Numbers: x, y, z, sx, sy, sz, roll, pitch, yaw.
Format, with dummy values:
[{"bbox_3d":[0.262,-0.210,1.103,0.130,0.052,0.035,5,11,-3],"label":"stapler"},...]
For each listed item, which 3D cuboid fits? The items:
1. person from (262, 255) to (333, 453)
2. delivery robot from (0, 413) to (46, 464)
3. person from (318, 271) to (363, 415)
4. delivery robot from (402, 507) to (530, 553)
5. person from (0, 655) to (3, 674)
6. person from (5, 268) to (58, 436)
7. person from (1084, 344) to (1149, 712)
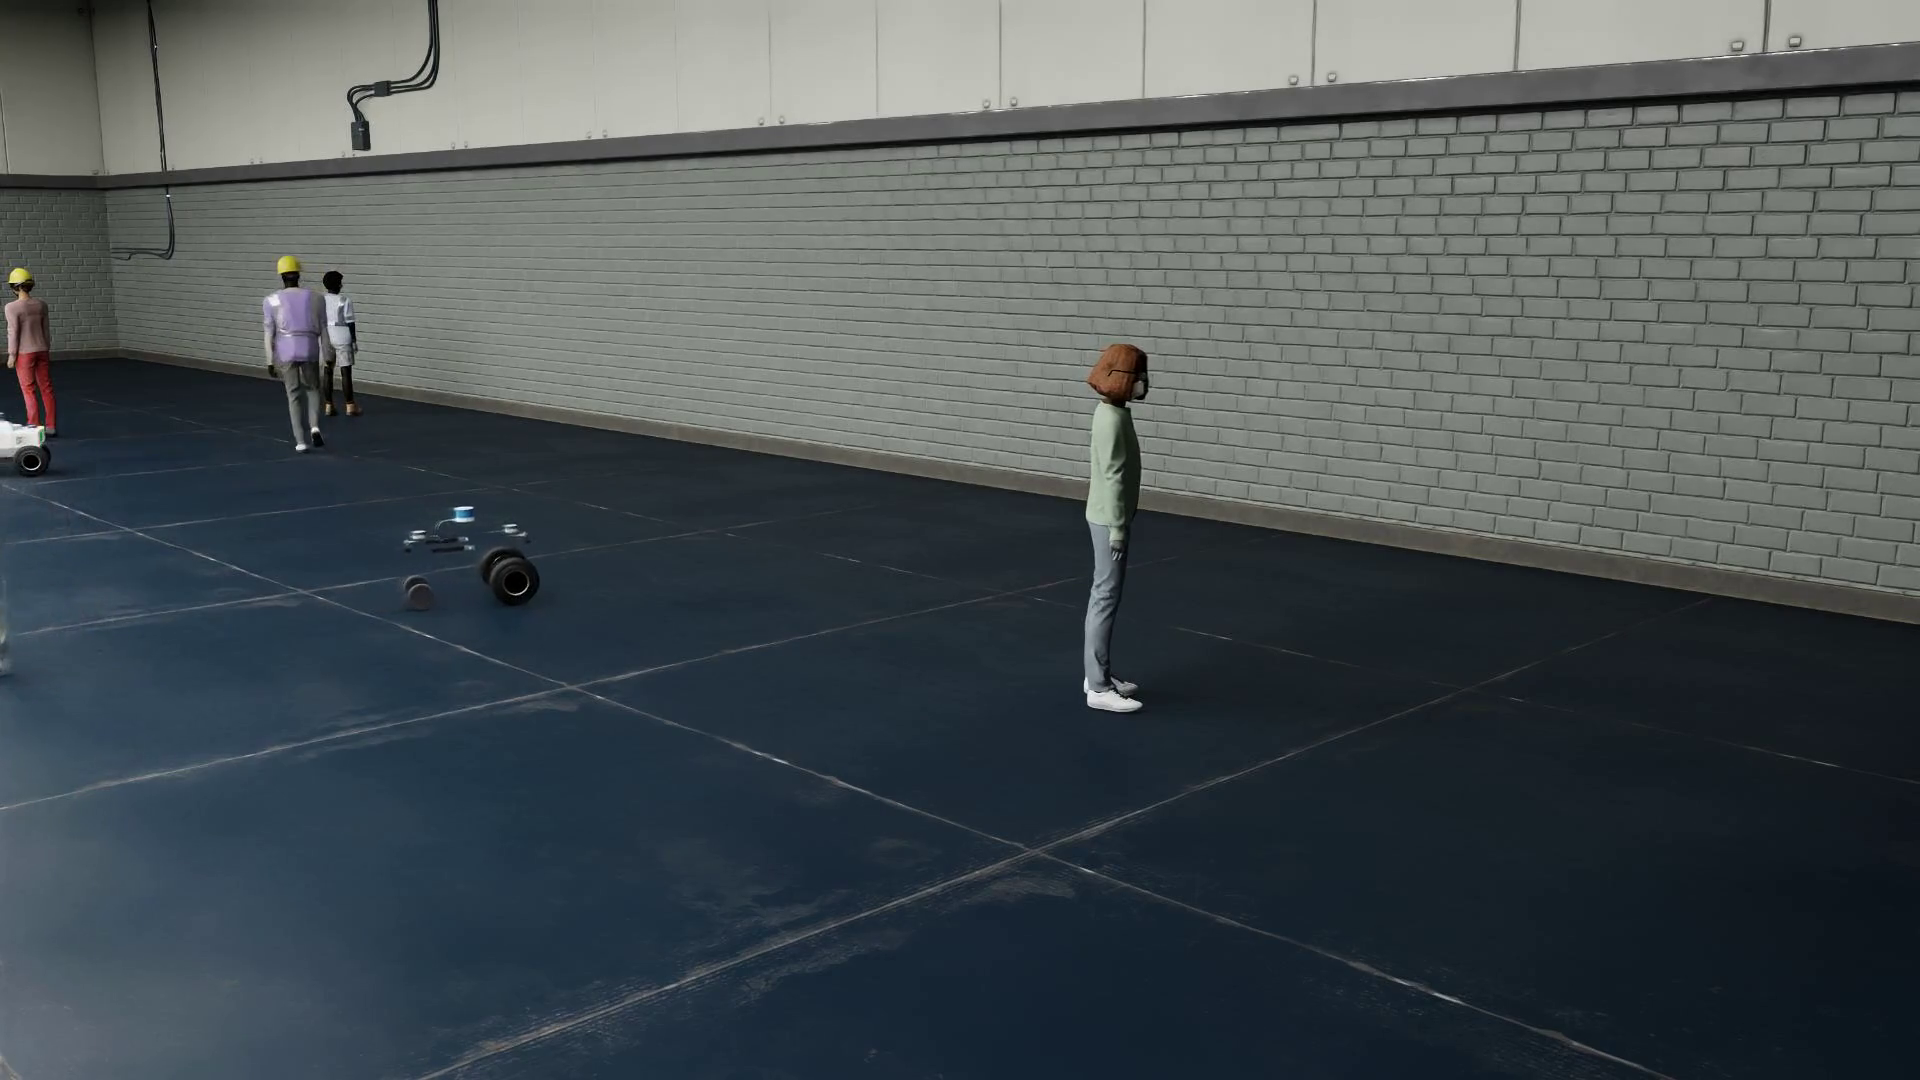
[{"bbox_3d":[-6.473,-1.815,16.270,0.624,1.909,0.414,-6,12,-29],"label":"person"},{"bbox_3d":[-8.521,-0.884,14.761,0.707,0.478,0.477,-5,12,-26],"label":"delivery robot"},{"bbox_3d":[-7.358,-2.318,19.619,0.531,1.692,0.322,2,11,8],"label":"person"},{"bbox_3d":[-2.869,-0.077,9.653,0.698,0.223,0.335,-5,11,-23],"label":"delivery robot"},{"bbox_3d":[-4.831,-0.084,7.647,0.523,1.600,0.752,5,12,27],"label":"person"},{"bbox_3d":[-9.711,-1.938,17.350,0.311,1.768,0.522,3,11,15],"label":"person"},{"bbox_3d":[0.702,-0.063,7.484,0.274,1.631,0.508,1,10,3],"label":"person"}]
